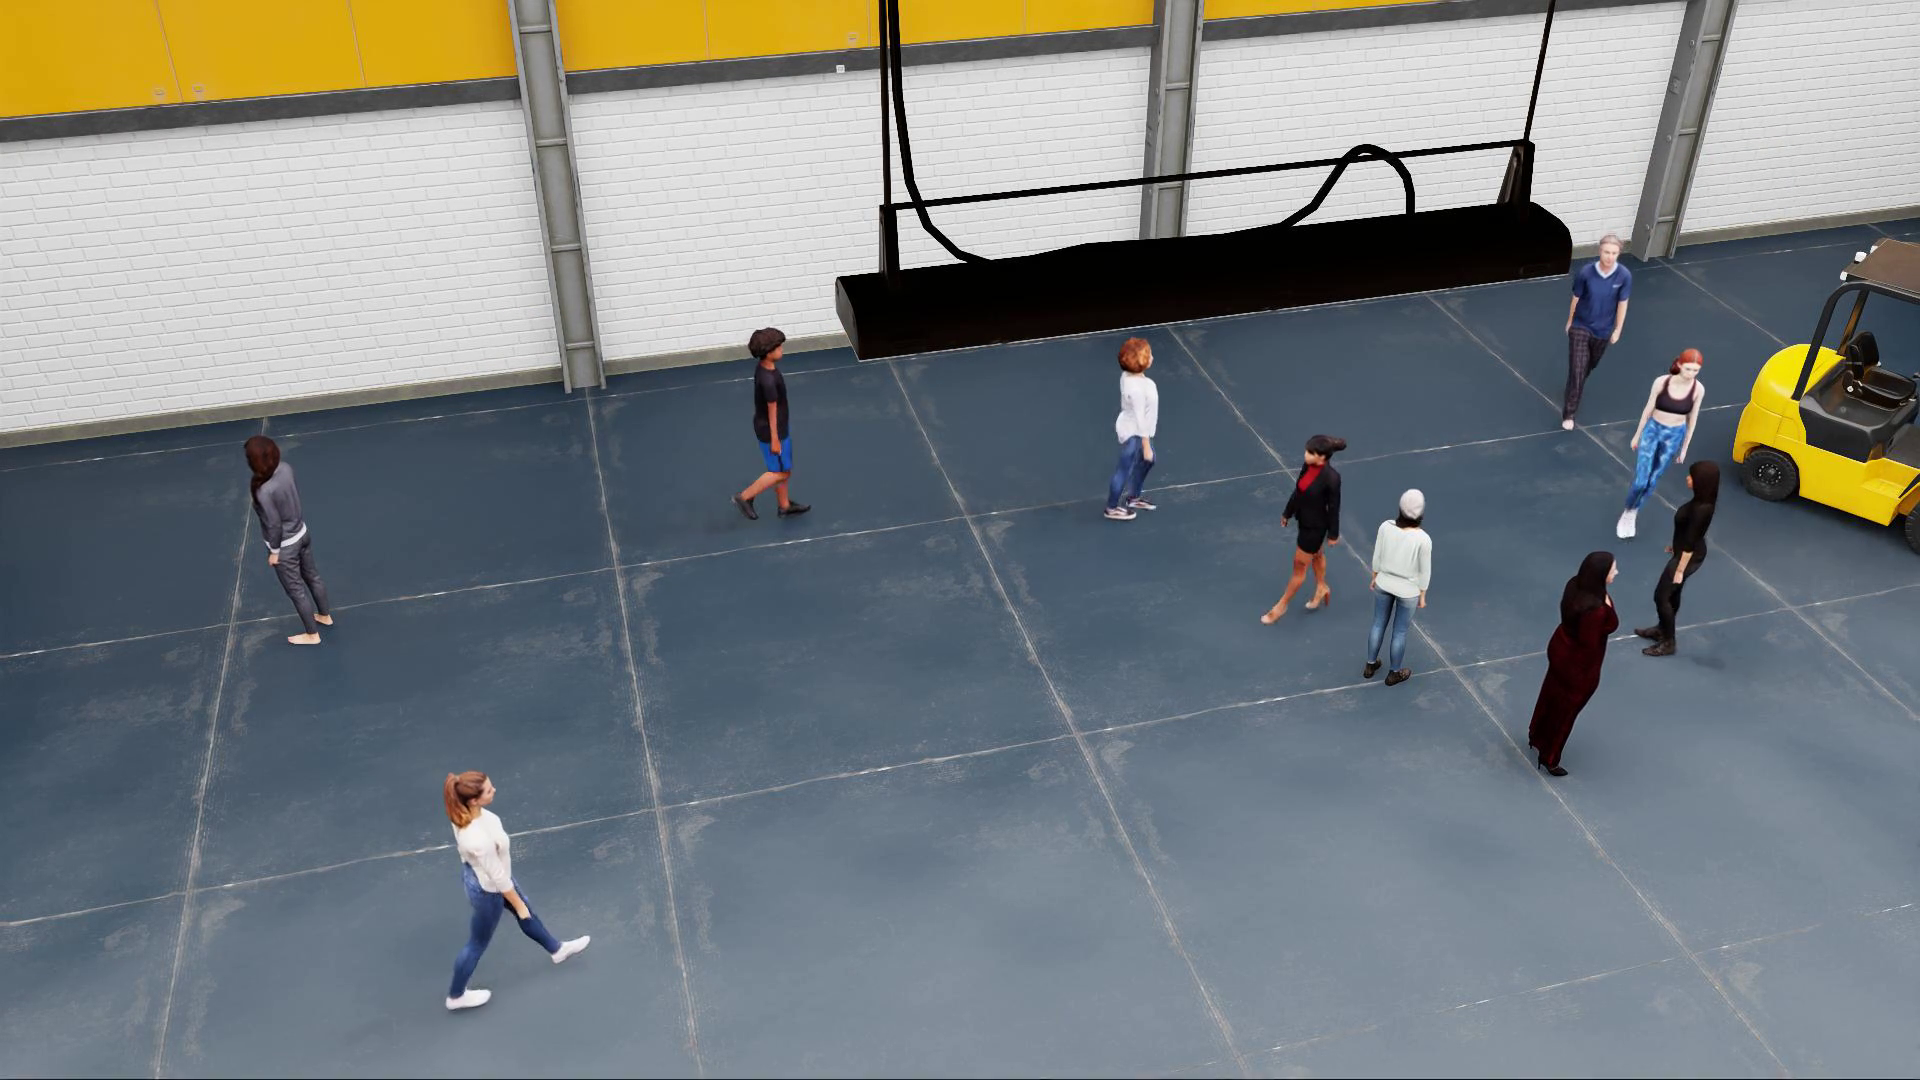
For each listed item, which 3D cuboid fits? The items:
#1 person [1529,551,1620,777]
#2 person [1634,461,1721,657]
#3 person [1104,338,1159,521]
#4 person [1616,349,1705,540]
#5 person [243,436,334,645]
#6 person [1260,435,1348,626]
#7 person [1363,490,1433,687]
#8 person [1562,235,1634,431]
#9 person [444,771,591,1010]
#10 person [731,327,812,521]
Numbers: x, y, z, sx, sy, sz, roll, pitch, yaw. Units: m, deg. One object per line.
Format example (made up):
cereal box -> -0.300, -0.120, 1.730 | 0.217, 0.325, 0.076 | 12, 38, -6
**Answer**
person -> 4.156, 0.810, 11.277 | 0.732, 1.757, 0.743 | 2, 34, 4
person -> 5.453, 0.140, 12.391 | 0.756, 1.639, 0.694 | 19, 38, 26
person -> 1.357, -0.911, 13.926 | 0.793, 1.691, 0.756 | 2, 34, 4
person -> 5.783, -0.829, 13.735 | 0.714, 1.765, 0.785 | 10, 35, 14
person -> -5.046, -0.017, 12.509 | 0.648, 1.770, 0.680 | 4, 34, 6
person -> 2.778, -0.098, 12.771 | 0.894, 1.615, 0.629 | -12, 35, -17
person -> 3.191, 0.331, 12.098 | 0.646, 1.645, 0.679 | 23, 40, 30
person -> 5.853, -1.991, 15.427 | 1.231, 1.828, 1.126 | 8, 34, 12
person -> -2.776, 2.039, 9.505 | 1.159, 1.671, 0.749 | -14, 36, -19
person -> -1.645, -0.917, 13.852 | 0.907, 1.782, 0.629 | -7, 34, -10
